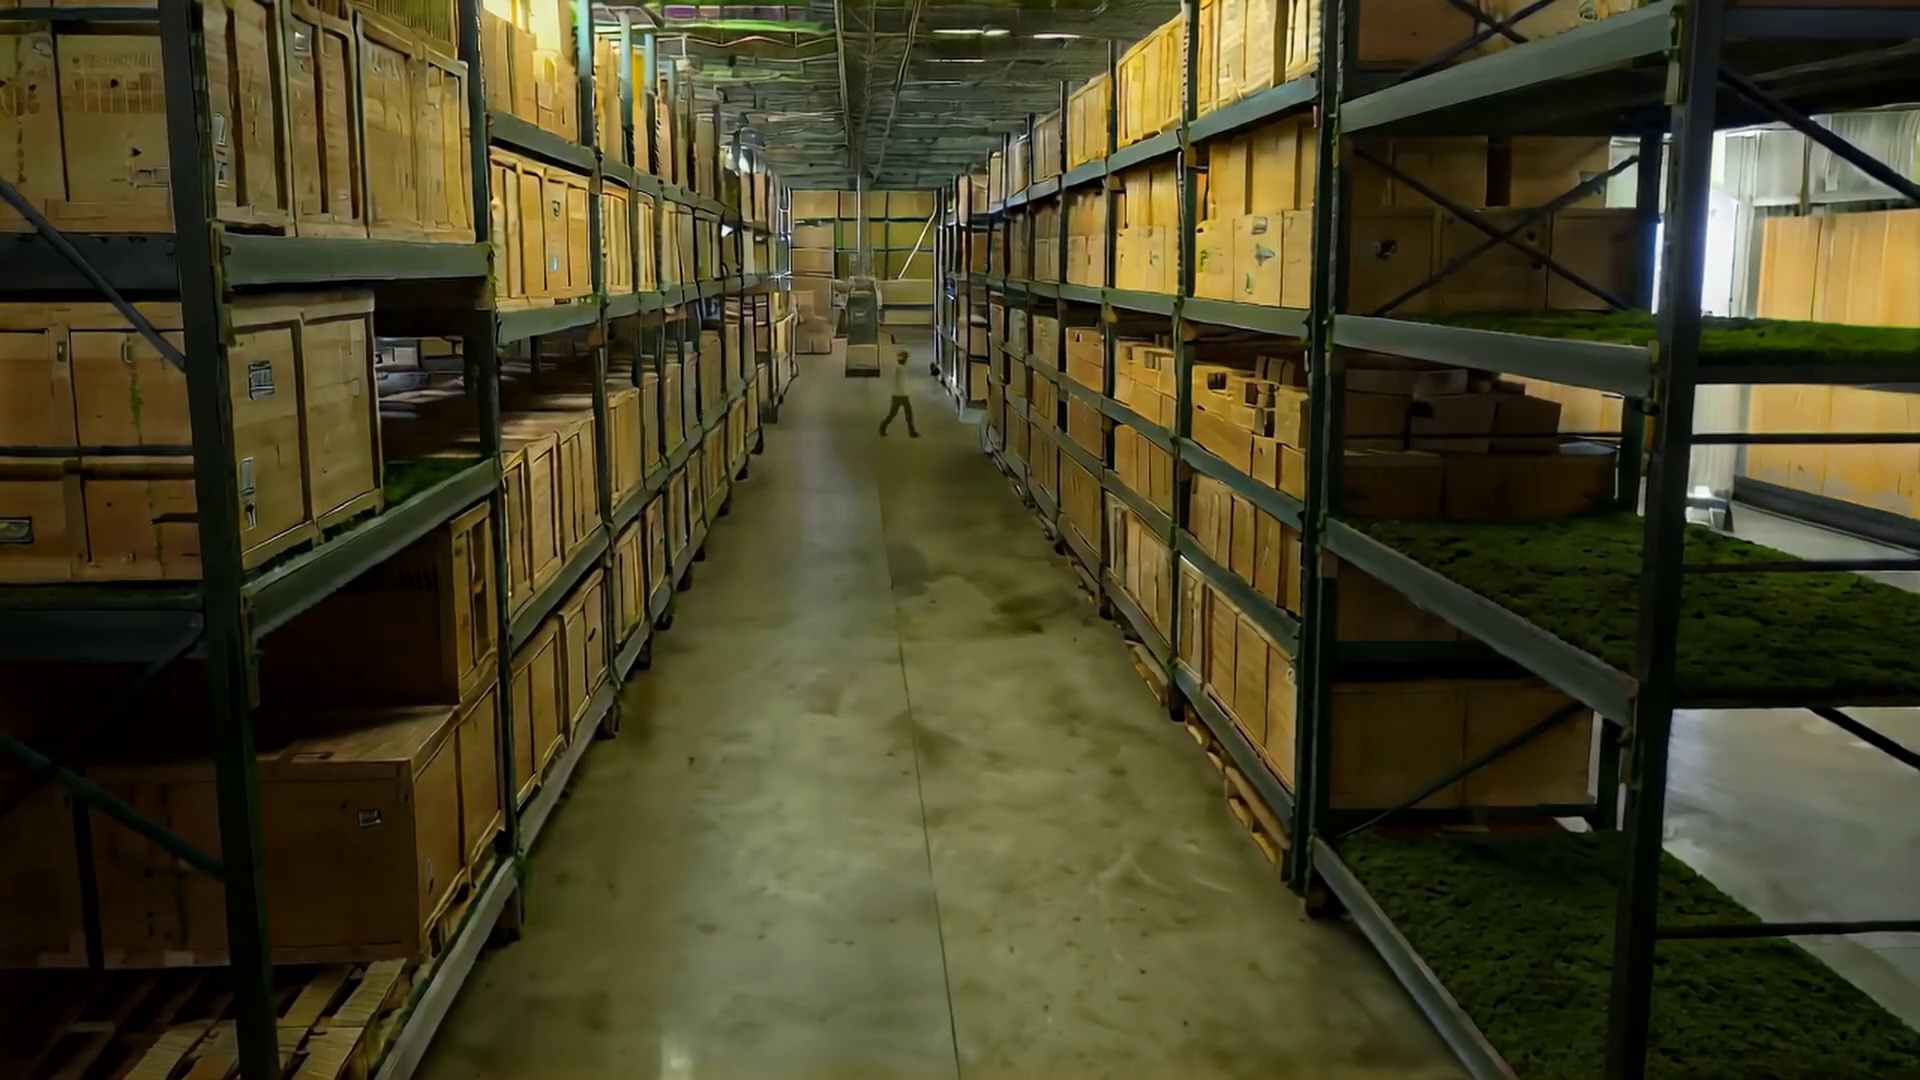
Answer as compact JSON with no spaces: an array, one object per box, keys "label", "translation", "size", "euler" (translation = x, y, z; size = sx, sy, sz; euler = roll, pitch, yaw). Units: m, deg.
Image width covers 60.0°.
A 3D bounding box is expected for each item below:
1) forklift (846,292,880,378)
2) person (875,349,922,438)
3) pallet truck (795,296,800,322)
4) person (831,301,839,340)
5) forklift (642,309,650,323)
[{"label":"forklift","translation":[-3.246,-6.826,55.239],"size":[1.129,2.768,1.873],"euler":[-1,10,-4]},{"label":"person","translation":[-1.364,-3.198,36.350],"size":[0.981,1.958,0.620],"euler":[3,10,19]},{"label":"pallet truck","translation":[-8.622,-12.439,91.403],"size":[1.885,1.965,0.823],"euler":[2,10,13]},{"label":"person","translation":[-6.145,-10.825,81.941],"size":[0.372,1.940,0.630],"euler":[1,10,4]},{"label":"forklift","translation":[-9.506,-5.964,50.095],"size":[1.873,2.768,1.129],"euler":[-1,10,-3]}]
